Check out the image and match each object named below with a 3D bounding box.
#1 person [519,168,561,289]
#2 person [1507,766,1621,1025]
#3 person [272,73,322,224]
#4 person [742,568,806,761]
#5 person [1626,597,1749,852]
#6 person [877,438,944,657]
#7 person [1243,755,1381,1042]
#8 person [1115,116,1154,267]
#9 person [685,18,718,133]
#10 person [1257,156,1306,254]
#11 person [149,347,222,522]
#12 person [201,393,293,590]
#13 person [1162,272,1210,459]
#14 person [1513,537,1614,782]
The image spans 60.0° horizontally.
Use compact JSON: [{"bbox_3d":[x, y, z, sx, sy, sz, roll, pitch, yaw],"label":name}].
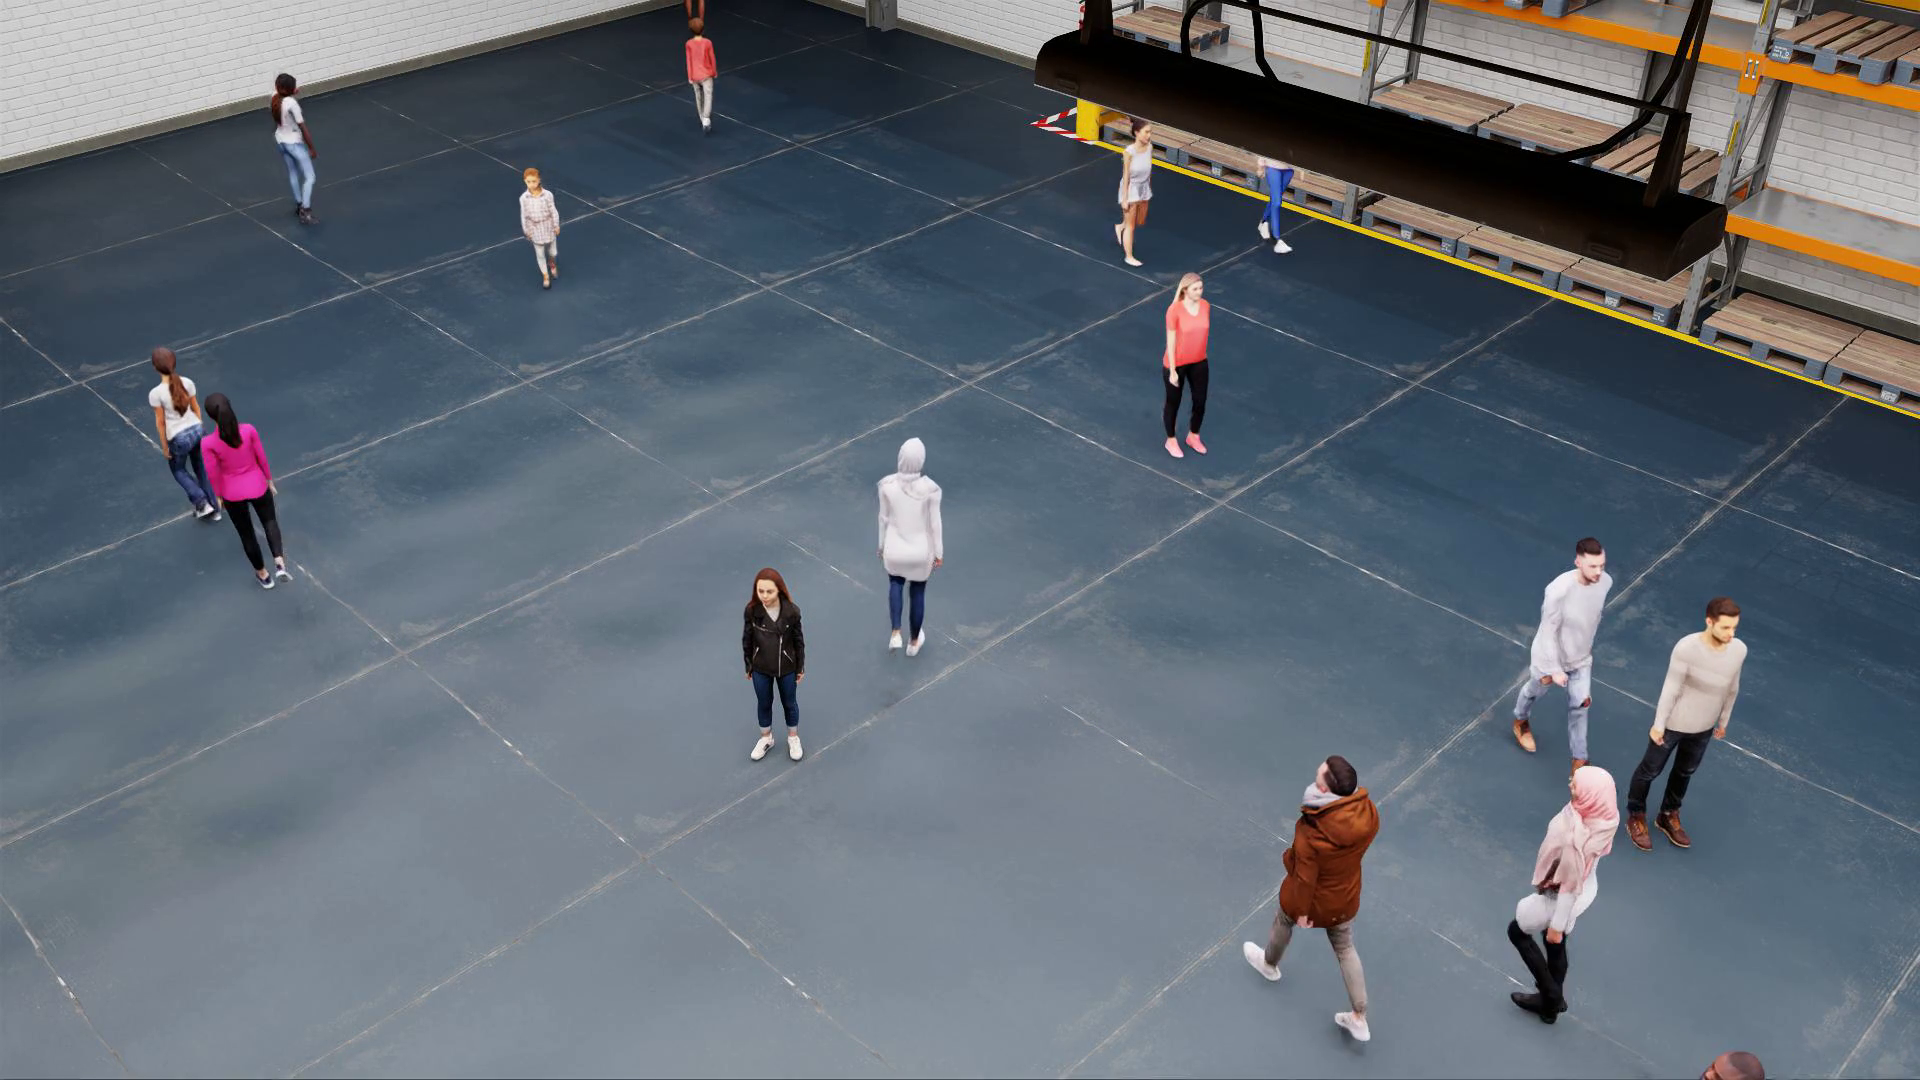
[{"bbox_3d":[-4.361,-3.277,17.315,0.662,1.298,0.718,-8,34,-11],"label":"person"},{"bbox_3d":[3.345,1.980,8.961,0.634,1.792,0.645,26,41,33],"label":"person"},{"bbox_3d":[-7.530,-4.429,18.687,0.609,1.698,0.849,10,35,15],"label":"person"},{"bbox_3d":[-1.228,0.809,11.001,0.636,1.483,0.695,0,34,0],"label":"person"},{"bbox_3d":[4.460,1.102,10.215,0.735,1.866,0.767,-4,34,-6],"label":"person"},{"bbox_3d":[-0.383,0.121,11.780,0.801,1.765,0.862,5,34,8],"label":"person"},{"bbox_3d":[2.035,1.948,9.001,0.958,1.801,1.244,-15,36,-21],"label":"person"},{"bbox_3d":[1.809,-3.753,17.756,0.648,1.602,0.818,-22,39,-29],"label":"person"},{"bbox_3d":[-3.285,-5.915,21.191,0.893,1.401,0.951,0,34,0],"label":"person"},{"bbox_3d":[3.431,-4.029,18.067,1.013,1.719,1.197,-5,34,-8],"label":"person"},{"bbox_3d":[-6.202,-0.808,13.376,0.601,1.547,0.556,26,41,33],"label":"person"},{"bbox_3d":[-5.350,-0.320,12.512,0.675,1.691,0.806,-21,39,-28],"label":"person"},{"bbox_3d":[1.890,-1.536,14.345,0.698,1.686,0.718,-14,36,-20],"label":"person"},{"bbox_3d":[3.885,0.691,10.895,1.035,1.796,1.219,-9,35,-14],"label":"person"}]
